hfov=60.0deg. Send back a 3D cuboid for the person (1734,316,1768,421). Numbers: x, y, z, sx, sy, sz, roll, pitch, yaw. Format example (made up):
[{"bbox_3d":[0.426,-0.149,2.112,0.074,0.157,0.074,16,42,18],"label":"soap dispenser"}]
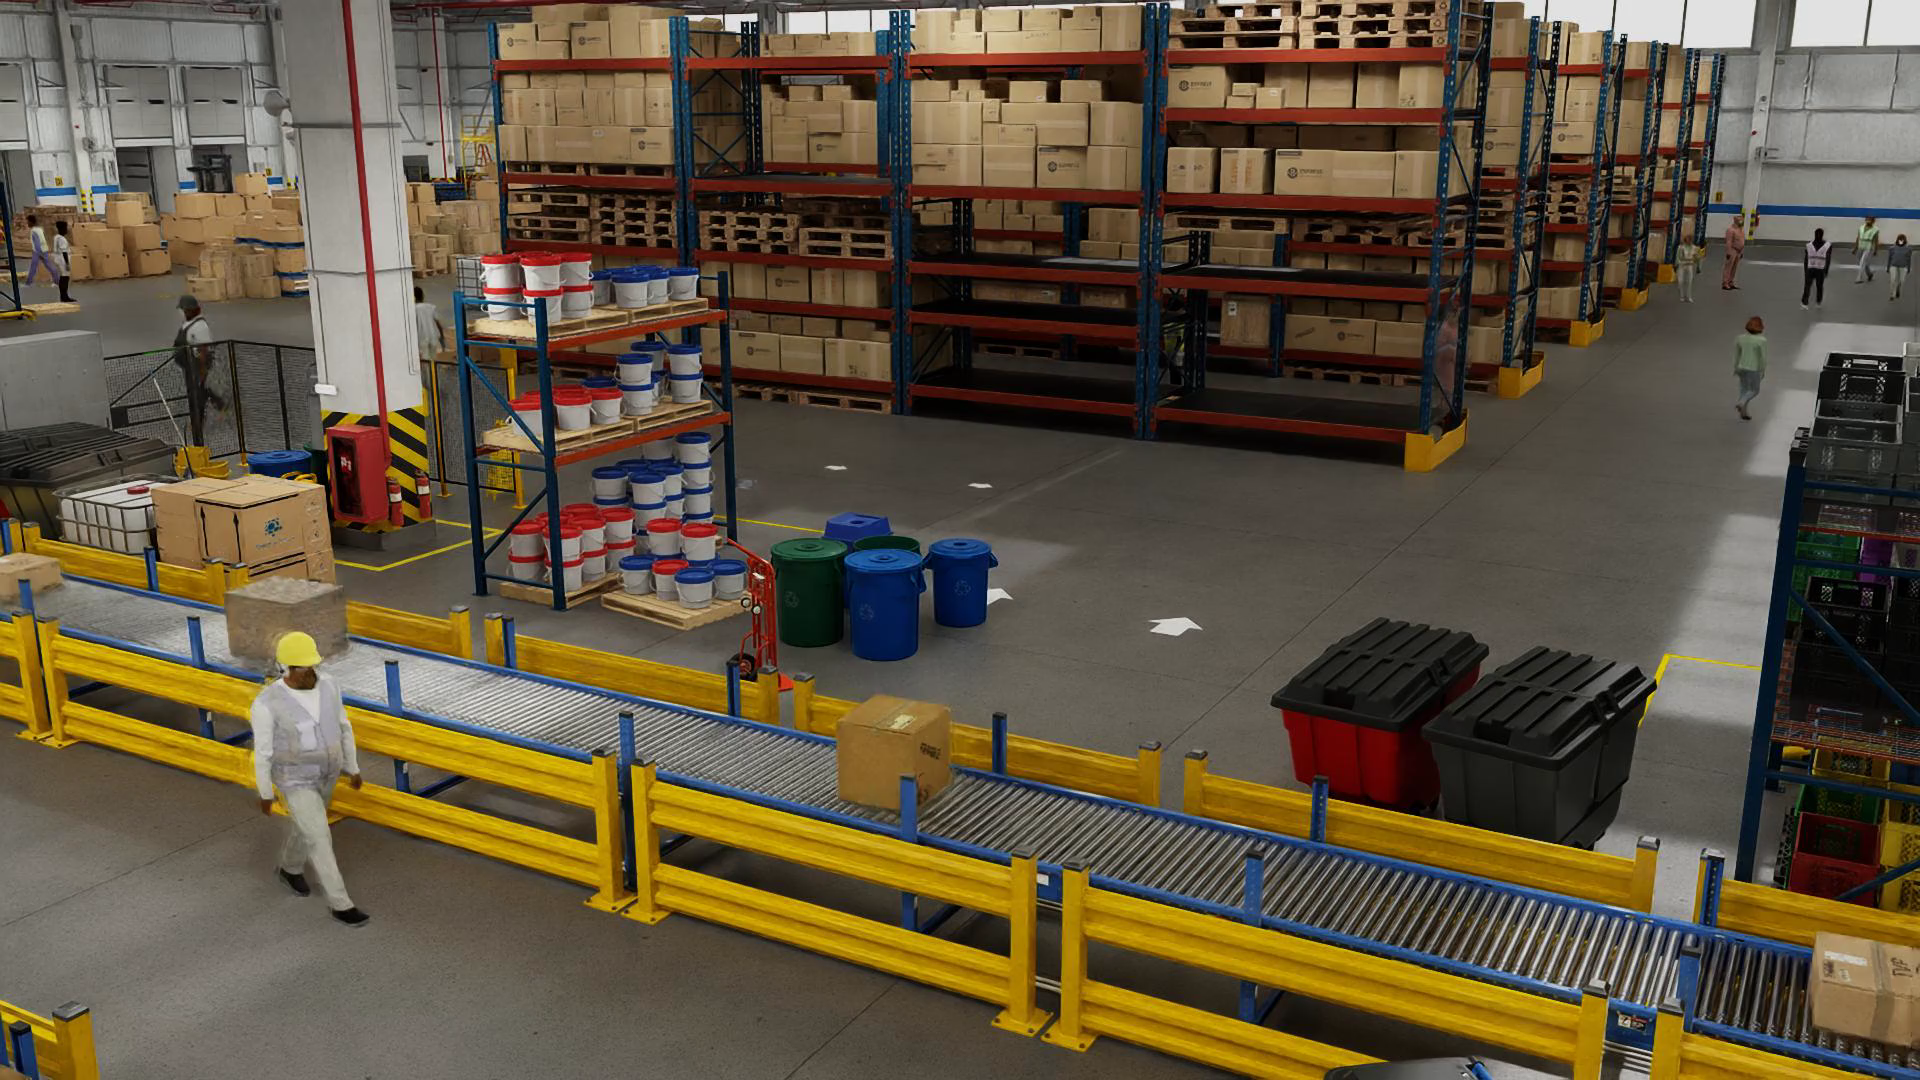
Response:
[{"bbox_3d":[11.941,-2.585,25.218,0.470,1.616,0.516,-9,17,-30],"label":"person"}]

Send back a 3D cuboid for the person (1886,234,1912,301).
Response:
[{"bbox_3d":[22.772,-6.614,40.375,0.518,1.617,0.366,8,17,28],"label":"person"}]

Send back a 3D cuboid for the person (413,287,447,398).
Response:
[{"bbox_3d":[-8.802,-3.266,27.472,0.553,1.789,1.012,-9,18,-32],"label":"person"}]

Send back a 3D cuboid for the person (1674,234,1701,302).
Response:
[{"bbox_3d":[17.547,-6.538,40.074,0.601,1.624,0.468,1,15,5],"label":"person"}]

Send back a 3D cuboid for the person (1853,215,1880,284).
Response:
[{"bbox_3d":[24.148,-7.740,44.230,0.788,1.825,0.565,-6,16,-23],"label":"person"}]

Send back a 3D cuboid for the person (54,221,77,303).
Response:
[{"bbox_3d":[-21.583,-6.696,40.054,0.388,1.957,0.606,-12,19,-37],"label":"person"}]

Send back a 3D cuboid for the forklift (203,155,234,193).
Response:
[{"bbox_3d":[-26.676,-12.494,60.067,1.129,2.768,1.873,3,15,11],"label":"forklift"}]

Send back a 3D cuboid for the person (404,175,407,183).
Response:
[{"bbox_3d":[-24.107,-15.076,71.687,0.576,1.883,0.354,-8,17,-27],"label":"person"}]

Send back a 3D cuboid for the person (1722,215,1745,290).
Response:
[{"bbox_3d":[19.920,-7.392,42.751,0.639,1.910,0.407,-10,18,-34],"label":"person"}]

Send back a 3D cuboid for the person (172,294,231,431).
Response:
[{"bbox_3d":[-11.312,-2.656,24.693,0.669,2.000,0.697,-10,18,-32],"label":"person"}]

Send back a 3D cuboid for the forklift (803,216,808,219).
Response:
[{"bbox_3d":[-3.181,-4.748,30.950,1.873,2.768,1.129,8,17,28],"label":"forklift"}]

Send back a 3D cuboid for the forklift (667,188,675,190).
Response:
[{"bbox_3d":[-8.538,-9.197,47.675,1.129,2.768,1.873,8,17,28],"label":"forklift"}]

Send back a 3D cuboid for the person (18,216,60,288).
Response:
[{"bbox_3d":[-23.939,-7.467,43.128,1.019,1.863,0.612,-4,15,-13],"label":"person"}]

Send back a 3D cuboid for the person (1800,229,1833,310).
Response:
[{"bbox_3d":[20.018,-6.335,38.852,0.594,1.876,0.984,12,19,37],"label":"person"}]

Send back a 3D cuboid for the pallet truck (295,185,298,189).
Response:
[{"bbox_3d":[-26.804,-14.617,69.738,1.885,1.965,0.823,-14,20,-42],"label":"pallet truck"}]

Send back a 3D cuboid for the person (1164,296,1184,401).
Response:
[{"bbox_3d":[3.475,-3.114,27.075,0.318,1.697,0.535,-3,15,-11],"label":"person"}]

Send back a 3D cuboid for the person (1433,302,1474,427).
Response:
[{"bbox_3d":[7.355,-2.584,24.717,0.661,1.887,0.587,-14,20,-42],"label":"person"}]

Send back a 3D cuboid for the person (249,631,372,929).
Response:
[{"bbox_3d":[-3.925,1.386,9.988,0.915,1.792,0.606,8,17,29],"label":"person"}]
